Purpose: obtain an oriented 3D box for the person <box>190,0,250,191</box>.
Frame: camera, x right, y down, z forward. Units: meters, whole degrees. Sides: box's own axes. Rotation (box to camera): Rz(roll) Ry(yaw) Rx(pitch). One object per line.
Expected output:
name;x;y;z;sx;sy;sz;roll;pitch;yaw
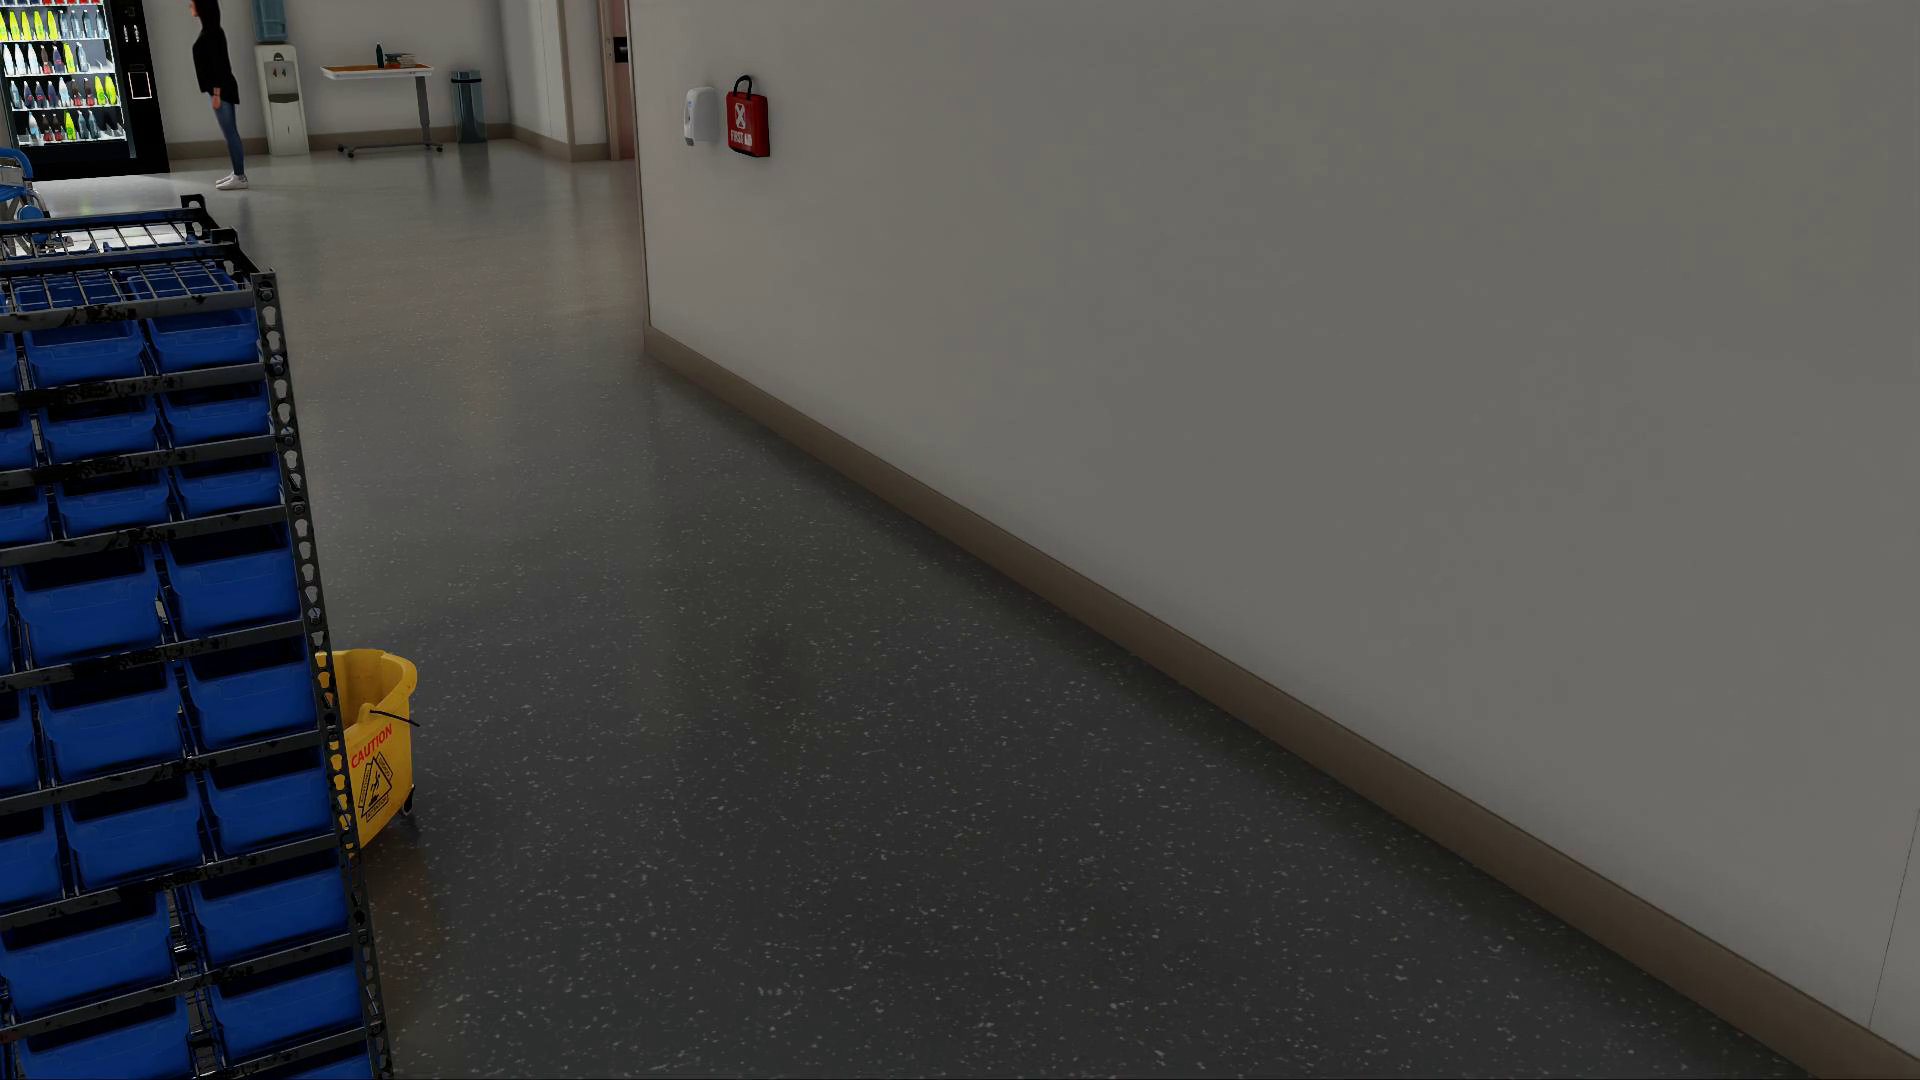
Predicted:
person;-6.266;-3.827;14.107;0.585;1.646;0.612;-6;22;-17
